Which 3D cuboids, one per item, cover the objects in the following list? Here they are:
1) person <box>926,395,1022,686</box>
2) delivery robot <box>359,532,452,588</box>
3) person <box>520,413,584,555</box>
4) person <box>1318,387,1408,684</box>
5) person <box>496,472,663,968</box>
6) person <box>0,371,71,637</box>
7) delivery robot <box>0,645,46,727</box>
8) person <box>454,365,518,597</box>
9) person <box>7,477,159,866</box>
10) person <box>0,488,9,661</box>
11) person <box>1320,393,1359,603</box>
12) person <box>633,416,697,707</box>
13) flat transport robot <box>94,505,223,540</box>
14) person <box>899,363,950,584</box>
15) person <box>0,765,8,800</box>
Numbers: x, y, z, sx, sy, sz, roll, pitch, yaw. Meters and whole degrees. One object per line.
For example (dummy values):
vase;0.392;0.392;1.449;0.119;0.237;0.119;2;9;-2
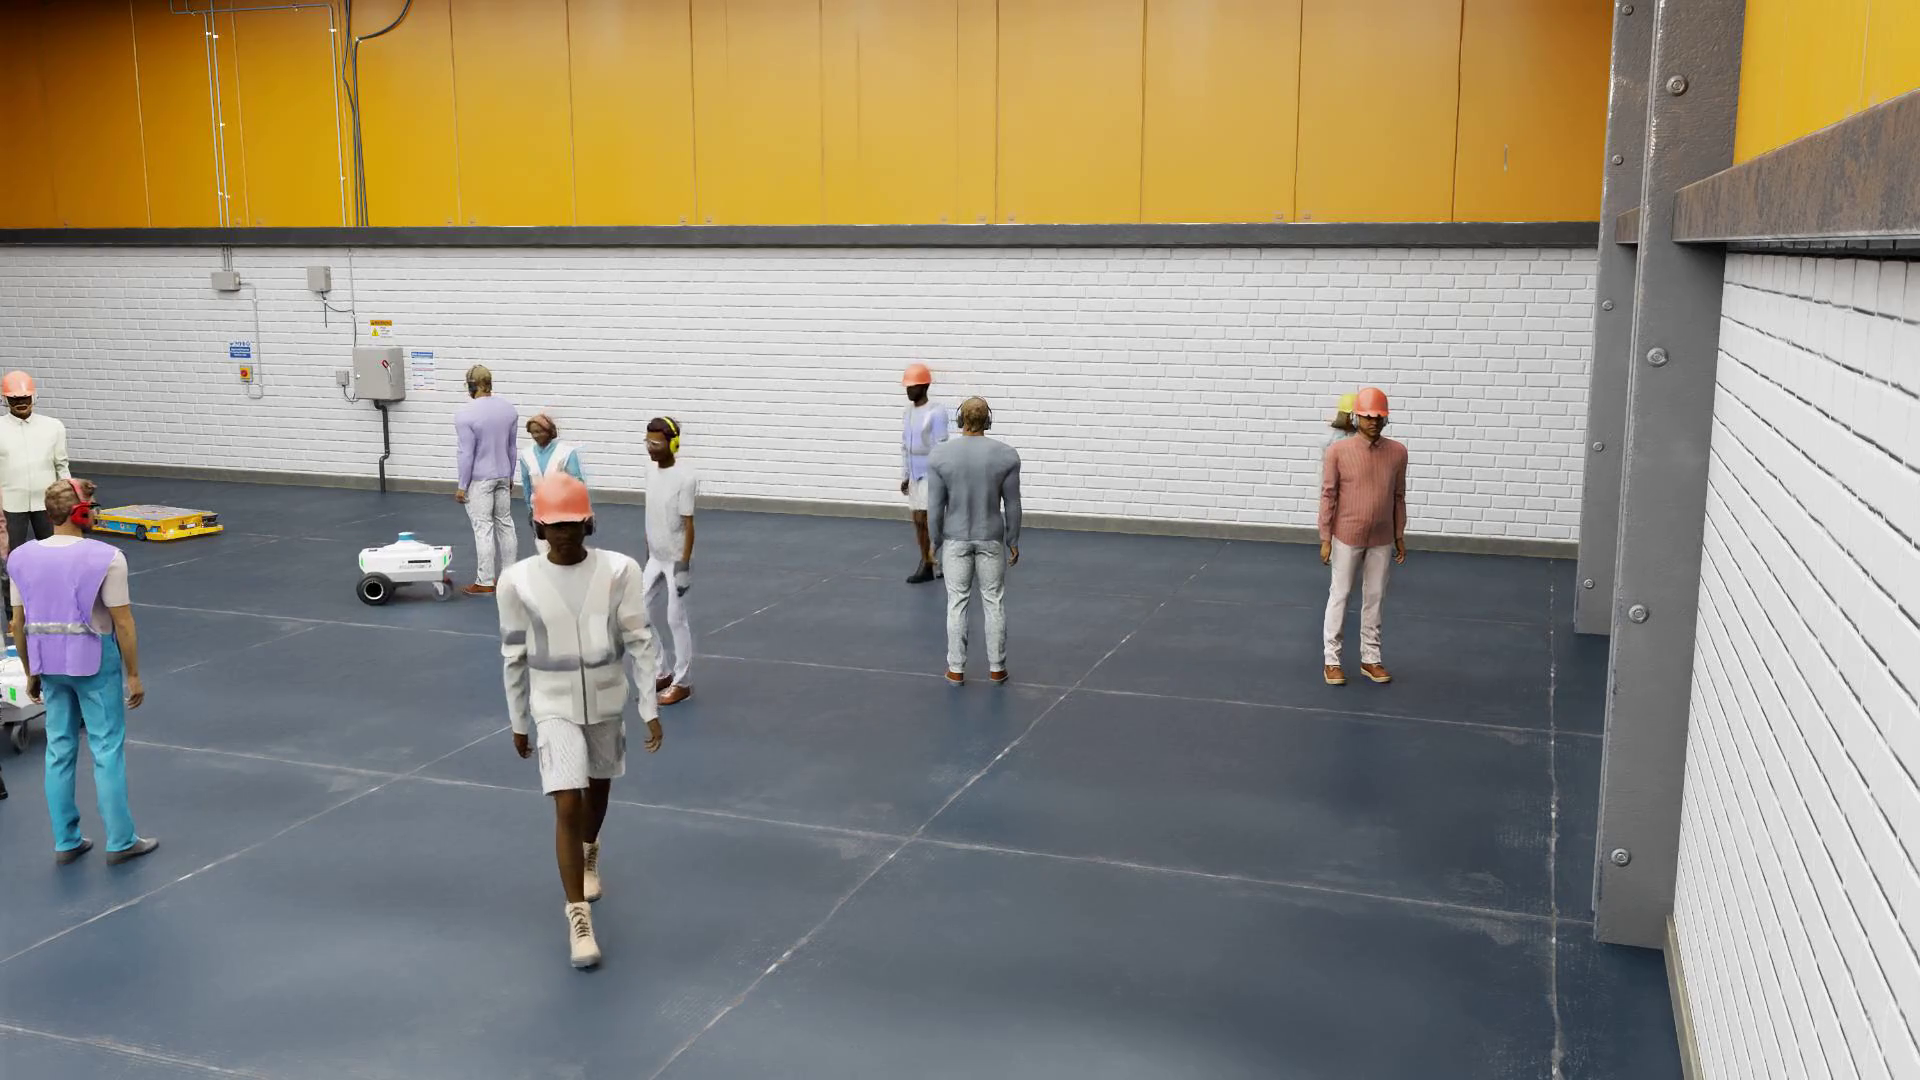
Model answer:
person;0.093;0.010;11.048;0.634;1.938;0.355;0;10;-2
delivery robot;-4.565;0.181;13.719;0.707;0.478;0.477;-2;10;-11
person;-3.236;-0.241;13.446;0.578;1.594;0.852;2;10;10
person;2.694;-0.024;11.083;0.623;1.992;0.396;-2;10;-11
person;-1.627;0.689;7.083;0.625;2.004;1.032;-4;11;-21
person;-6.994;-0.275;12.498;0.618;1.993;0.396;-9;13;-41
delivery robot;-5.565;0.865;9.847;0.477;0.478;0.707;0;11;0
person;-3.960;-0.496;13.904;0.372;1.939;0.631;6;12;30
person;-4.149;0.631;7.824;0.566;1.841;0.381;1;10;4
person;-6.641;0.151;11.105;0.517;1.639;0.310;-5;11;-27
person;3.192;-0.362;13.714;0.502;1.728;0.454;-1;10;-6
person;-1.894;0.149;10.488;0.570;1.855;0.473;9;14;42
flat transport robot;-8.240;-0.191;16.875;1.431;0.197;0.652;5;11;28
person;-0.315;-0.564;14.322;0.460;1.924;0.549;-7;12;-35
person;-5.253;0.440;8.633;0.547;1.938;0.378;8;13;39
